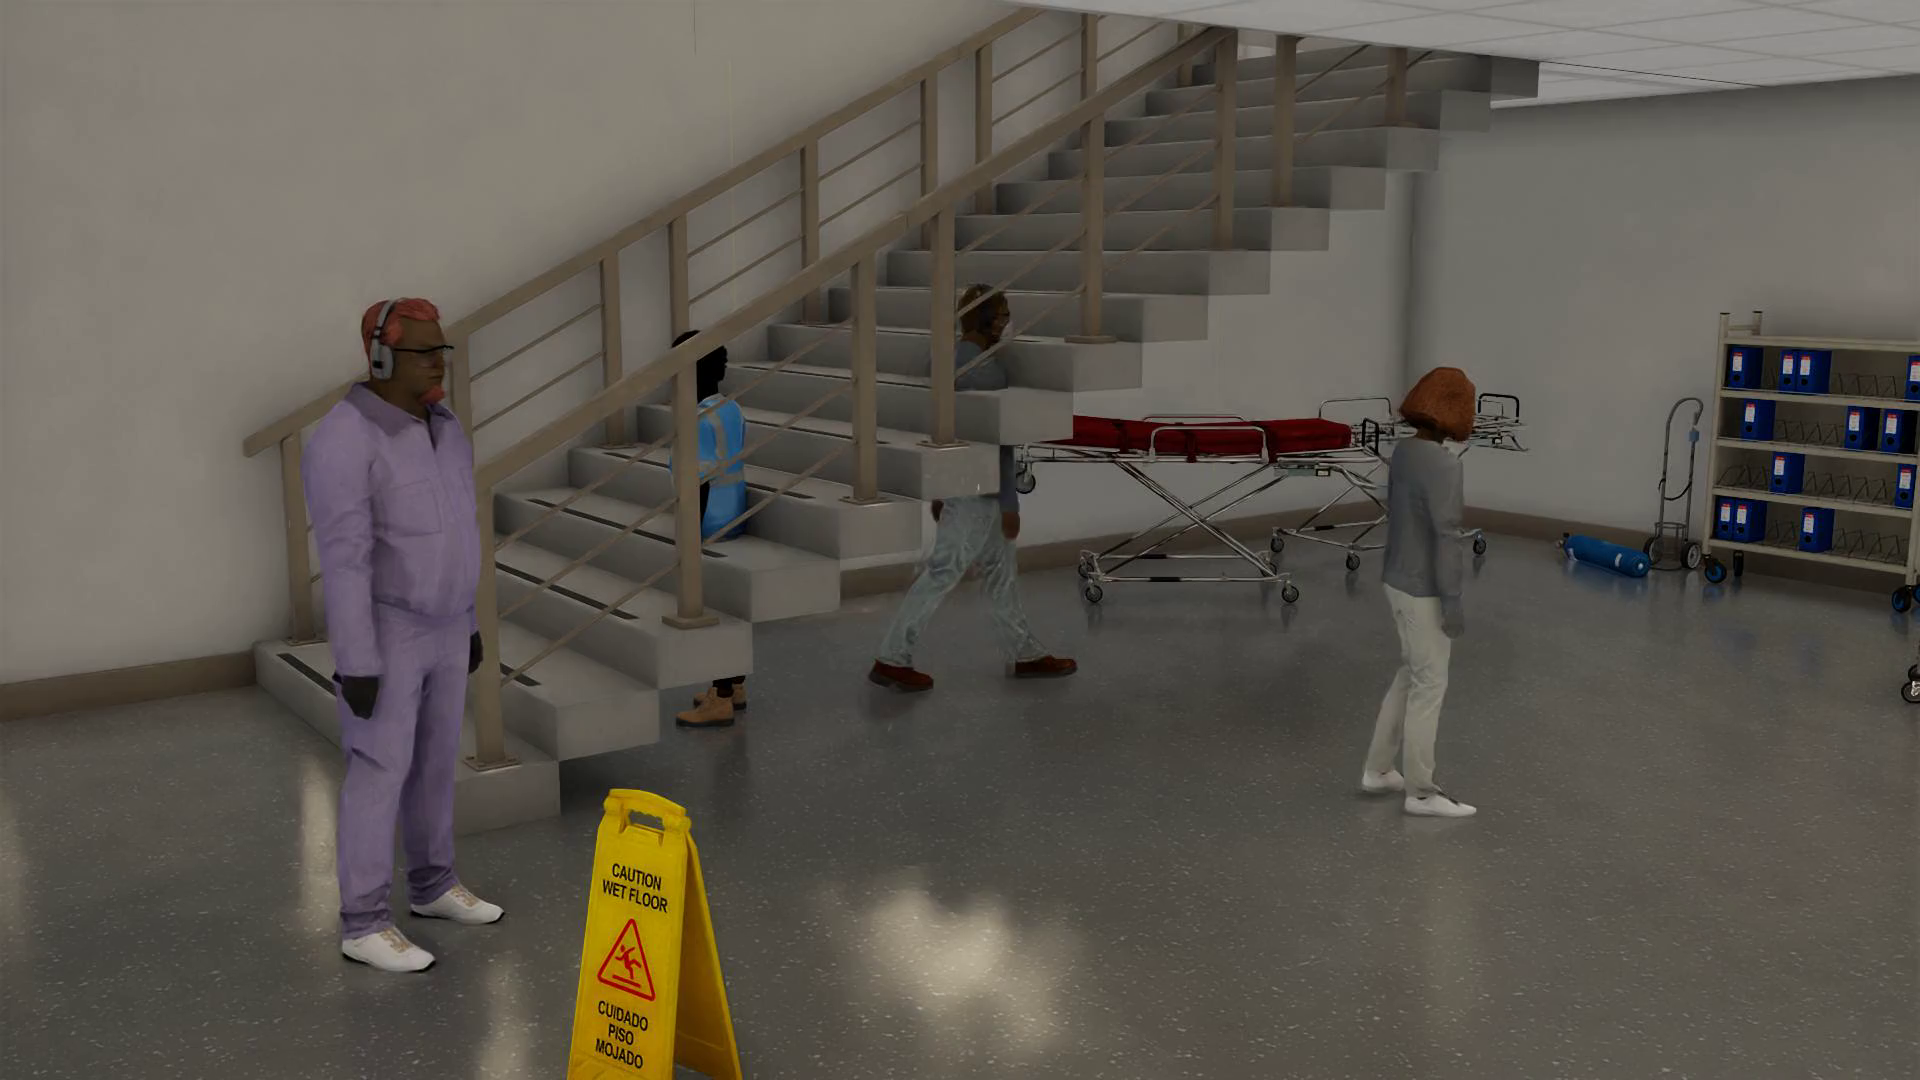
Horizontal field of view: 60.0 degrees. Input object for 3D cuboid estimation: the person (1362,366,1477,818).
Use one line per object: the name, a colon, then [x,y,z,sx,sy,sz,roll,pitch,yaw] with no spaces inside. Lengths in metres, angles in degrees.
person: [1.685,0.189,5.955,0.335,1.622,0.516,-1,10,-4]

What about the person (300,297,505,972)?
person: [-1.560,0.266,4.744,0.400,1.897,0.644,3,10,16]

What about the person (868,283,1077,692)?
person: [0.039,-0.230,7.636,1.033,1.889,0.645,-3,10,-16]

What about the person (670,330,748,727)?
person: [-1.068,-0.048,7.121,0.319,1.693,0.532,1,10,8]
